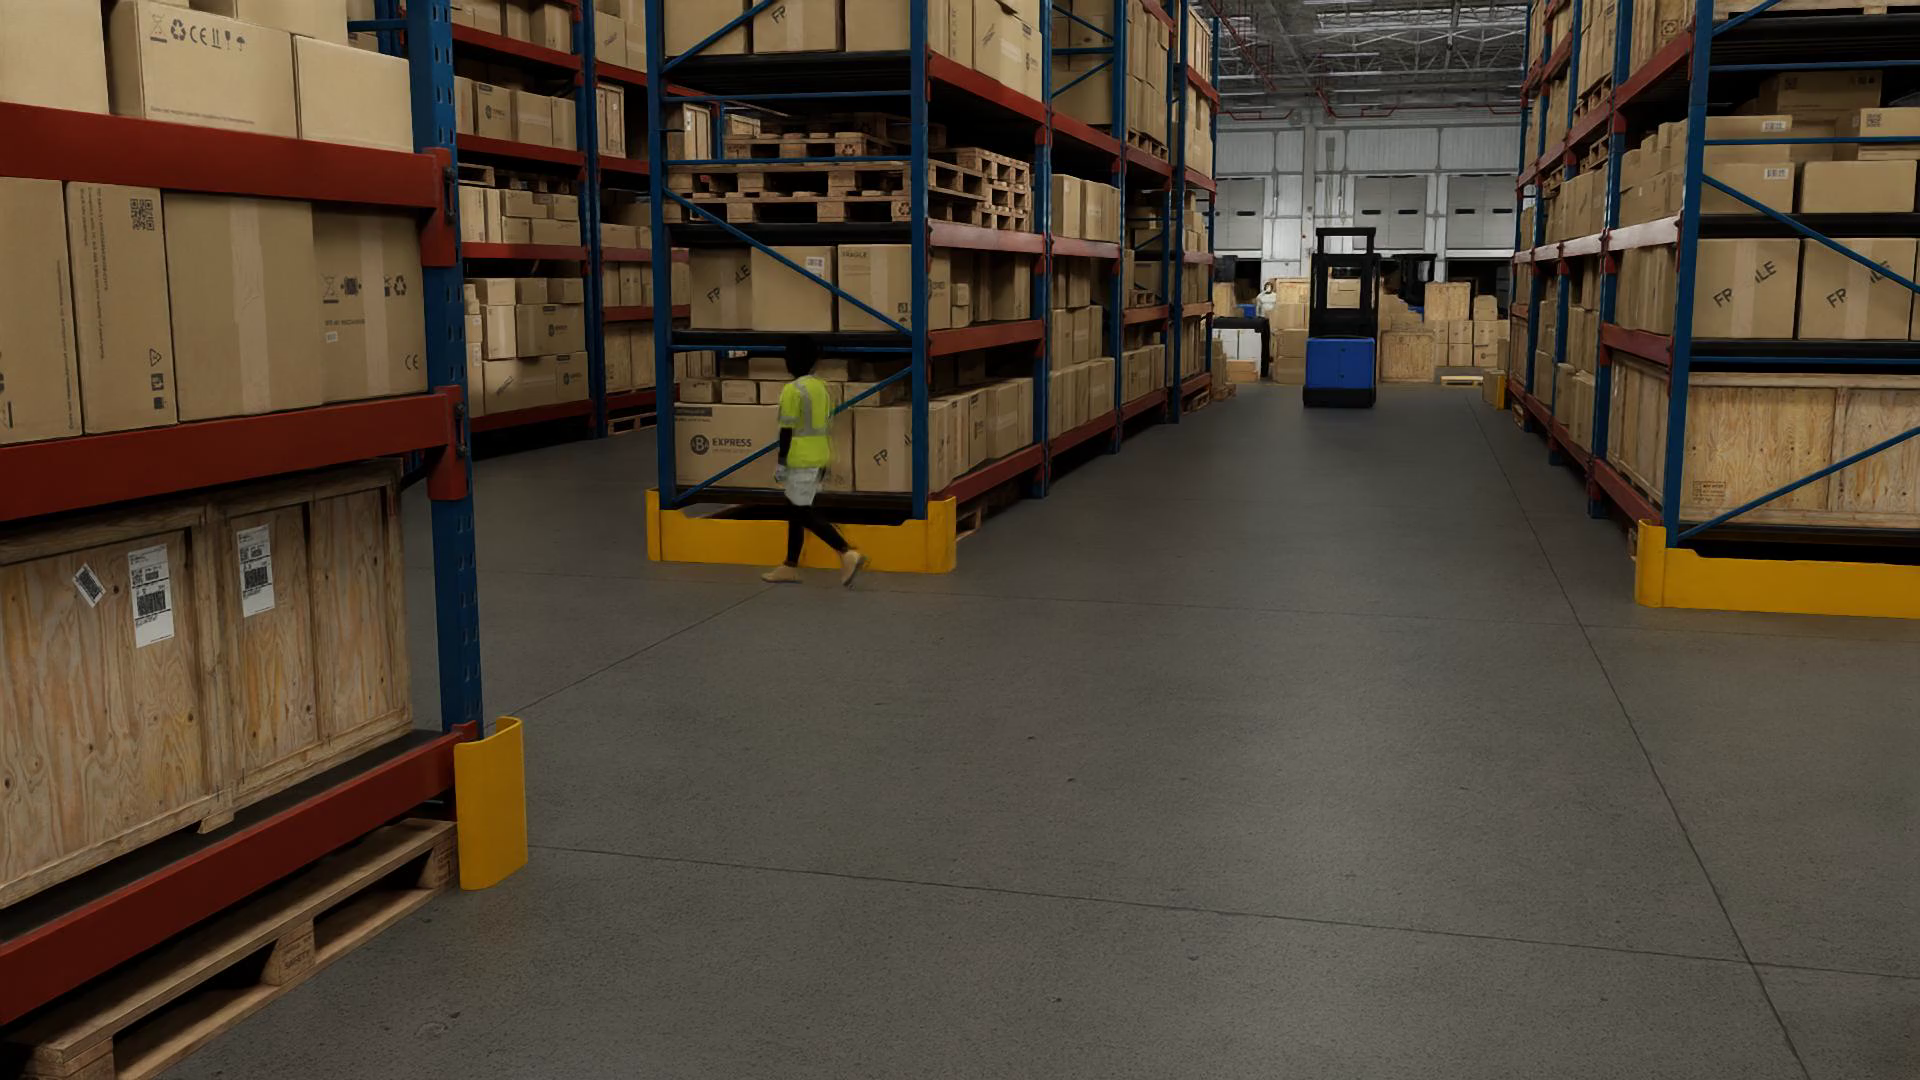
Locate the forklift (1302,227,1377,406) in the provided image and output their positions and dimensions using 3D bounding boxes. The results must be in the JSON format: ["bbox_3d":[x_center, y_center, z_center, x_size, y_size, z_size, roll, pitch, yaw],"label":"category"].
[{"bbox_3d":[6.101,-3.577,26.497,1.129,2.768,1.873,2,9,15],"label":"forklift"}]

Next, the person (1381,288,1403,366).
[{"bbox_3d":[9.580,-4.684,36.936,0.446,1.816,0.674,-8,12,-42],"label":"person"}]

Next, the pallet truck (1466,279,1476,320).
[{"bbox_3d":[18.896,-8.459,60.307,1.885,1.965,0.823,5,10,31],"label":"pallet truck"}]

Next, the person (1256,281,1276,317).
[{"bbox_3d":[7.910,-5.665,42.746,0.627,1.940,0.372,2,9,15],"label":"person"}]

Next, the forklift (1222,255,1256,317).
[{"bbox_3d":[9.336,-8.492,57.723,1.873,2.768,1.129,0,9,-3],"label":"forklift"}]

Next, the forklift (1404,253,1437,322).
[{"bbox_3d":[14.923,-7.899,53.958,1.129,2.768,1.873,-2,9,-11],"label":"forklift"}]

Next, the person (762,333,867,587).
[{"bbox_3d":[-0.952,-0.507,10.828,0.740,1.675,0.537,3,9,16],"label":"person"}]
